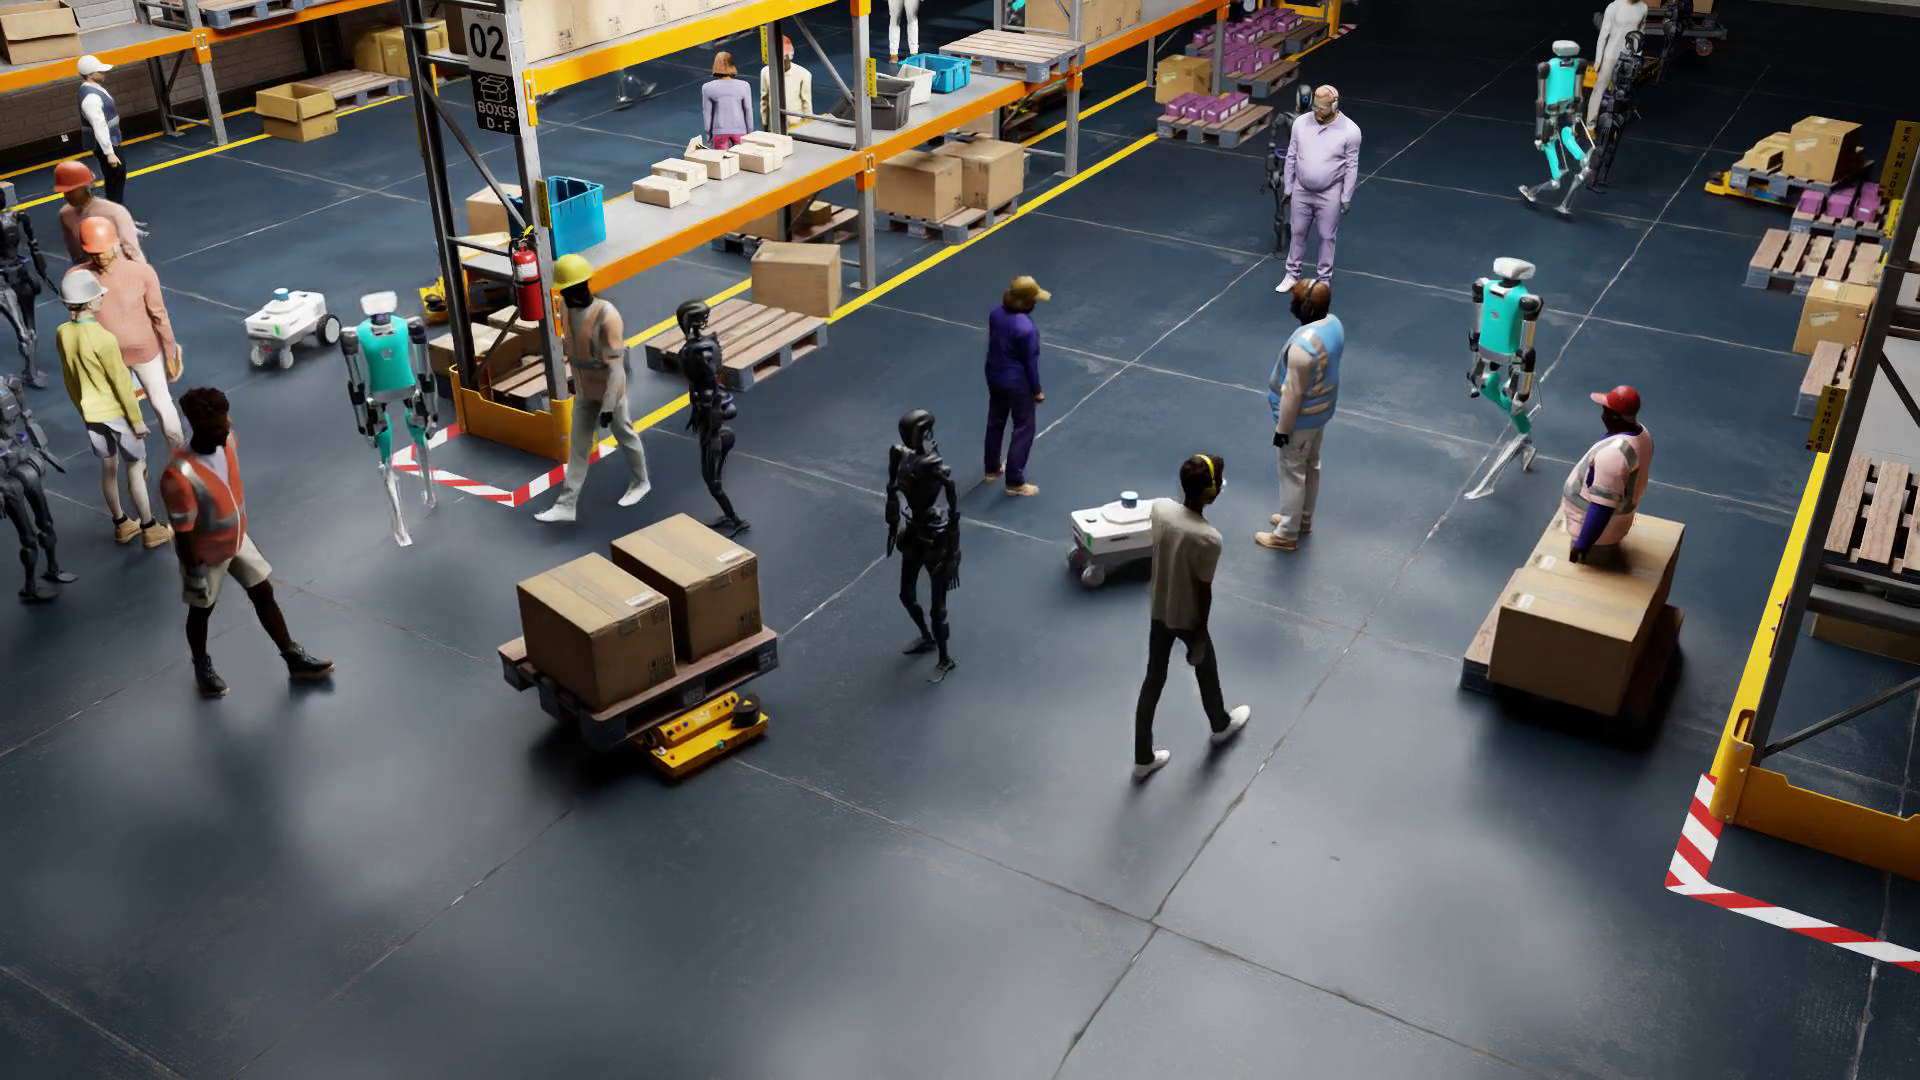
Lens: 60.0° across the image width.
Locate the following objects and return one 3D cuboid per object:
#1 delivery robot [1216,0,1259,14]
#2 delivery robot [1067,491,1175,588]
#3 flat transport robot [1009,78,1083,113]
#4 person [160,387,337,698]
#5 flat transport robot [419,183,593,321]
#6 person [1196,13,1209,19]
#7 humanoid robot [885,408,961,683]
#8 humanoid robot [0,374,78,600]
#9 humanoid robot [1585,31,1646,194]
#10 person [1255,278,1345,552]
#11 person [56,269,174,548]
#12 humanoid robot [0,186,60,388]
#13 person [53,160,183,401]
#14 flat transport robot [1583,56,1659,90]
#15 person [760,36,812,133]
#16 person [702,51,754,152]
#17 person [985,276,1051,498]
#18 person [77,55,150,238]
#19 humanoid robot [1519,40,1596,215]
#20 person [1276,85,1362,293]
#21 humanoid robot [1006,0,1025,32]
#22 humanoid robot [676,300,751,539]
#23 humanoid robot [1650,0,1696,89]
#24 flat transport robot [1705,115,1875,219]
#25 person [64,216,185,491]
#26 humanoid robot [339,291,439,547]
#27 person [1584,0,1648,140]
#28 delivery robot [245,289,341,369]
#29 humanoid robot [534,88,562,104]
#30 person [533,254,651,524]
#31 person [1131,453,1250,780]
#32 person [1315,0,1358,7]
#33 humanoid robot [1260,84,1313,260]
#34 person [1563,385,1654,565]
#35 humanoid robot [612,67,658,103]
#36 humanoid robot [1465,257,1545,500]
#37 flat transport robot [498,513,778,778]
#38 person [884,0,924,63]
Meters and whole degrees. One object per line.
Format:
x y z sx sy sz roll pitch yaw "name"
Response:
4.323 -8.401 25.527 0.812 0.609 0.499 14 32 23 "delivery robot"
1.082 -0.040 10.696 0.749 0.569 0.499 -9 31 -15 "delivery robot"
0.922 -5.602 20.852 0.659 0.231 1.431 17 34 27 "flat transport robot"
-4.083 0.028 9.240 0.835 1.908 0.632 7 30 12 "person"
-4.080 -2.251 14.923 1.431 0.231 0.659 -11 31 -19 "flat transport robot"
3.453 -8.601 24.572 0.533 1.817 0.805 17 34 27 "person"
-0.196 0.000 9.504 0.600 1.651 0.356 25 38 37 "humanoid robot"
-5.837 -0.445 10.295 0.352 1.653 0.588 5 30 8 "humanoid robot"
6.928 -4.505 17.466 0.599 1.657 0.315 -23 37 -34 "humanoid robot"
2.209 -0.815 10.799 0.430 1.838 0.627 17 34 27 "person"
-5.502 -0.829 10.764 0.485 1.888 0.395 10 31 17 "person"
-7.438 -2.026 13.099 0.497 1.645 0.592 14 32 23 "humanoid robot"
-6.430 -1.971 12.700 0.636 1.970 0.628 6 30 10 "person"
8.641 -6.145 21.811 0.659 0.231 1.431 21 36 32 "flat transport robot"
-1.783 -4.275 17.002 0.560 1.743 0.342 9 31 15 "person"
-2.332 -4.102 16.817 0.499 1.628 0.290 -2 30 -3 "person"
0.383 -1.078 11.496 0.346 1.600 0.546 -18 34 -28 "person"
-8.297 -3.827 16.197 0.432 1.758 0.755 -13 32 -22 "person"
6.039 -4.059 16.609 0.550 1.726 0.978 -8 30 -14 "humanoid robot"
3.156 -3.070 14.718 0.651 1.898 0.405 16 33 25 "person"
0.800 -7.721 23.136 0.970 1.770 0.565 -16 33 -26 "humanoid robot"
-1.627 -0.790 10.912 0.342 1.641 0.601 -12 32 -21 "humanoid robot"
9.198 -6.650 21.261 0.315 1.657 0.599 25 38 37 "humanoid robot"
8.648 -3.654 17.405 1.431 0.231 0.659 26 39 38 "flat transport robot"
-5.727 -1.275 11.458 0.610 1.986 0.403 -6 30 -11 "person"
-3.757 -0.867 11.053 0.536 1.825 0.840 -12 32 -20 "humanoid robot"
7.583 -5.563 19.136 0.562 1.893 0.376 -4 30 -7 "person"
-5.575 -1.796 13.842 0.499 0.608 0.797 8 30 13 "delivery robot"
-5.134 -6.228 20.453 0.542 1.733 0.967 13 32 22 "humanoid robot"
-2.477 -0.984 11.054 0.591 1.874 0.962 19 35 30 "person"
1.225 0.360 8.730 0.915 1.821 0.483 -26 38 -37 "person"
5.875 -9.074 25.550 0.755 1.696 0.585 -3 30 -5 "person"
3.119 -3.495 15.688 0.599 1.642 0.446 -4 30 -6 "humanoid robot"
3.661 -0.081 9.576 0.420 1.753 0.619 19 34 29 "person"
-4.102 -6.148 20.330 0.552 1.725 1.024 18 34 28 "humanoid robot"
3.917 -1.146 11.511 0.913 1.797 0.545 -18 34 -28 "humanoid robot"
-1.792 0.844 9.449 0.659 0.231 1.431 -26 38 -38 "flat transport robot"
-0.751 -7.404 22.344 0.629 1.940 0.373 -3 30 -6 "person"
